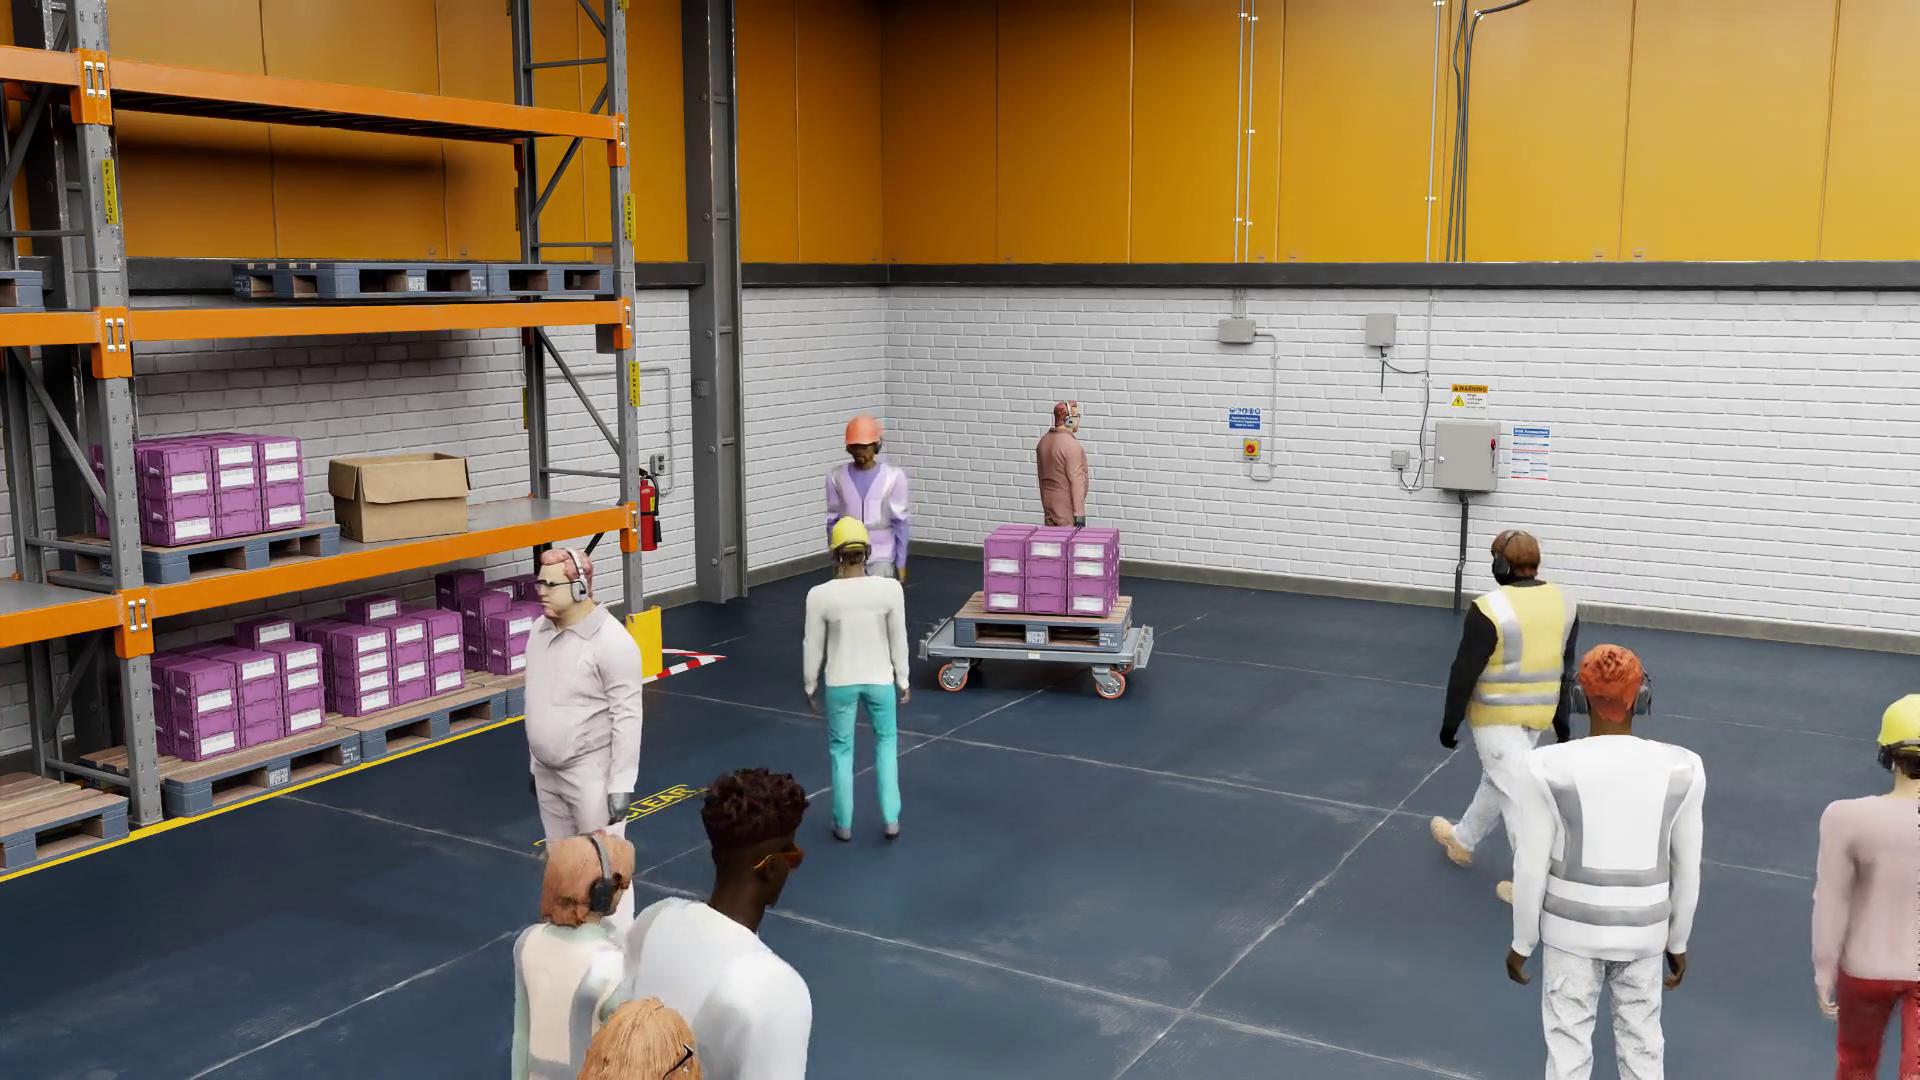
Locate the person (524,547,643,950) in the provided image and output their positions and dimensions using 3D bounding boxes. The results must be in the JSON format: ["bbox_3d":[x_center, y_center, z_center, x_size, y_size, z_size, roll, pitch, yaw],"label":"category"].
[{"bbox_3d":[-1.616,0.972,6.975,0.644,1.907,0.399,7,12,39],"label":"person"}]

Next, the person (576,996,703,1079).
[{"bbox_3d":[-0.621,1.698,3.291,0.507,1.631,0.265,2,9,14],"label":"person"}]

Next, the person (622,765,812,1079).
[{"bbox_3d":[-0.533,1.471,3.759,0.477,1.932,0.632,-6,11,-32],"label":"person"}]

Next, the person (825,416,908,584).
[{"bbox_3d":[-0.678,0.127,11.914,0.610,2.022,0.689,1,9,5],"label":"person"}]

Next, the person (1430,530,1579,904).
[{"bbox_3d":[2.611,0.836,8.152,0.654,1.794,0.927,-5,10,-27],"label":"person"}]

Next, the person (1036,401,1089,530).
[{"bbox_3d":[0.946,-0.288,14.836,0.409,1.909,0.639,-5,10,-27],"label":"person"}]

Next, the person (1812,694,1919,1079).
[{"bbox_3d":[2.993,1.339,5.277,0.530,1.720,0.916,5,11,30],"label":"person"}]

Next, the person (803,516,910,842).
[{"bbox_3d":[-0.549,0.749,8.827,0.563,1.758,0.364,-1,9,-8],"label":"person"}]

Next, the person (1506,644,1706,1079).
[{"bbox_3d":[2.027,1.256,5.265,0.576,1.886,0.362,1,9,4],"label":"person"}]

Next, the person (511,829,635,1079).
[{"bbox_3d":[-0.961,1.547,4.360,0.841,1.594,0.515,-9,13,-43],"label":"person"}]
